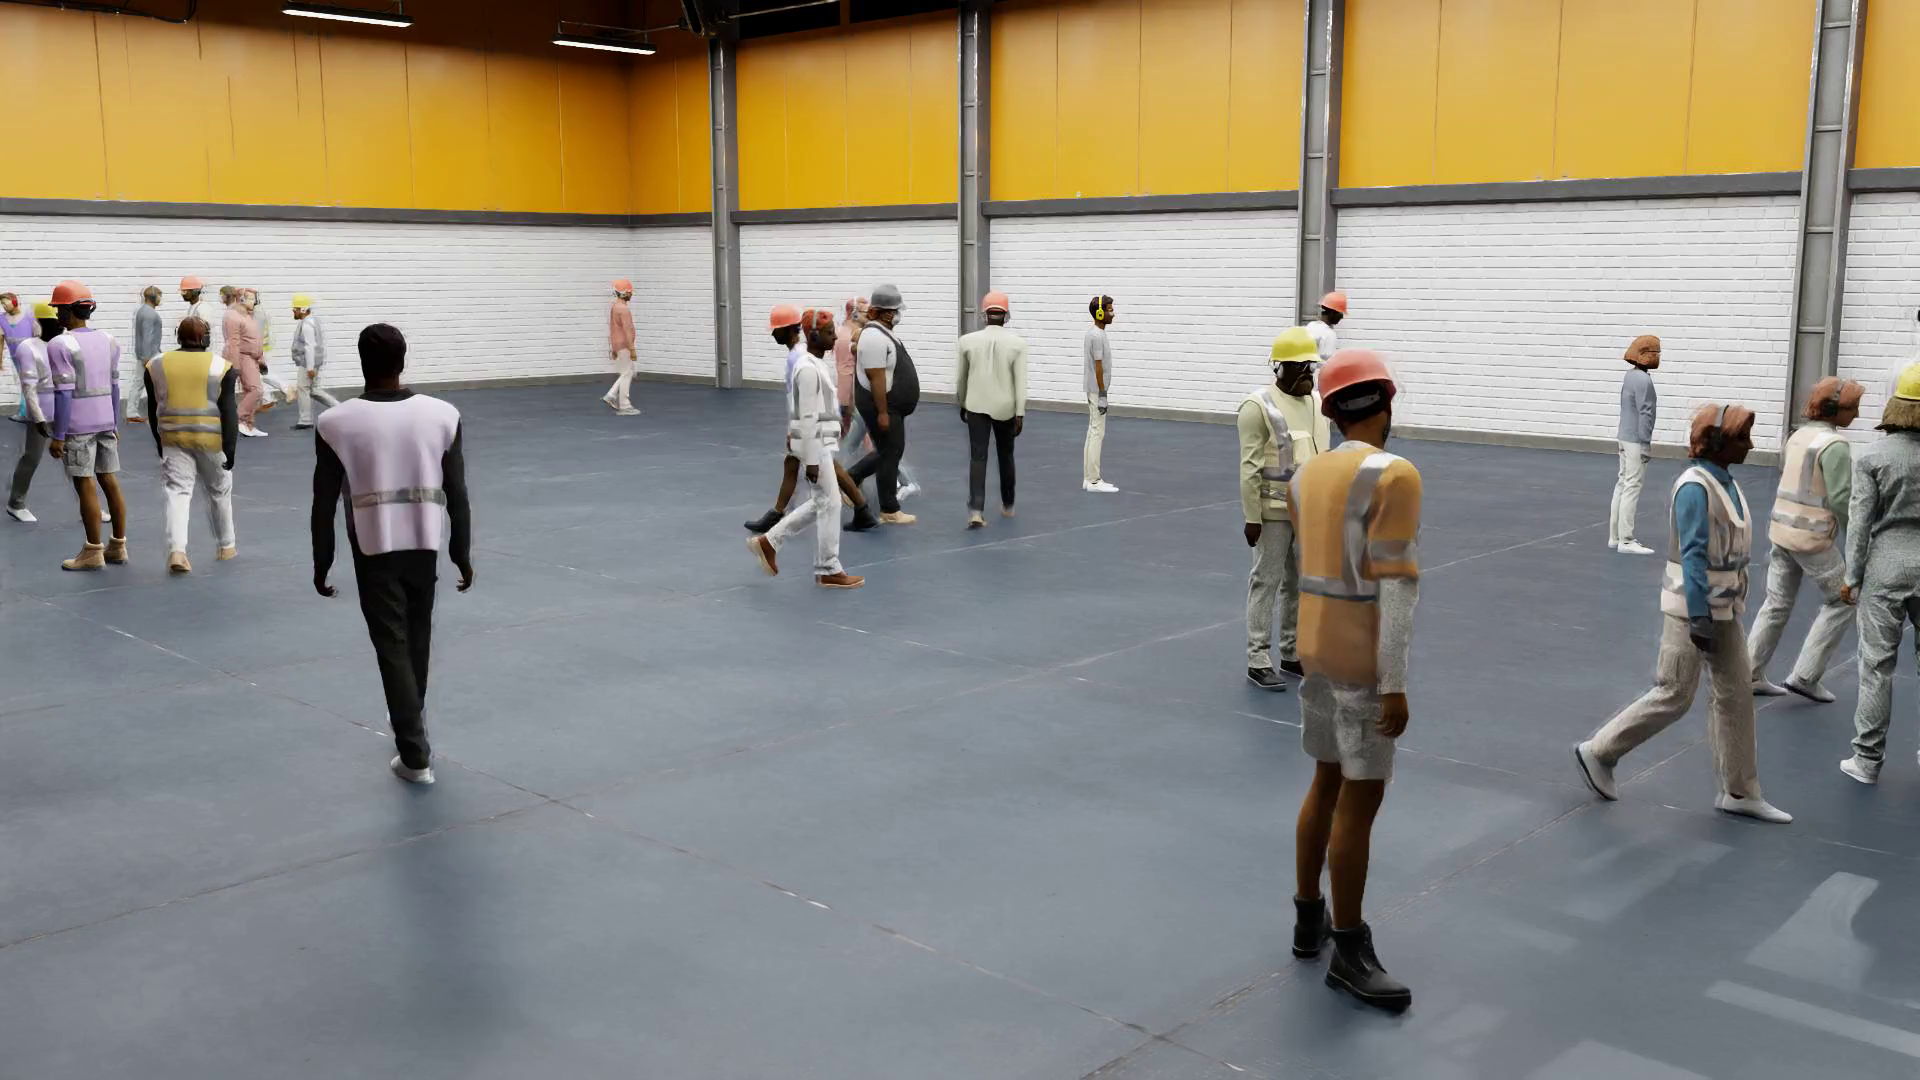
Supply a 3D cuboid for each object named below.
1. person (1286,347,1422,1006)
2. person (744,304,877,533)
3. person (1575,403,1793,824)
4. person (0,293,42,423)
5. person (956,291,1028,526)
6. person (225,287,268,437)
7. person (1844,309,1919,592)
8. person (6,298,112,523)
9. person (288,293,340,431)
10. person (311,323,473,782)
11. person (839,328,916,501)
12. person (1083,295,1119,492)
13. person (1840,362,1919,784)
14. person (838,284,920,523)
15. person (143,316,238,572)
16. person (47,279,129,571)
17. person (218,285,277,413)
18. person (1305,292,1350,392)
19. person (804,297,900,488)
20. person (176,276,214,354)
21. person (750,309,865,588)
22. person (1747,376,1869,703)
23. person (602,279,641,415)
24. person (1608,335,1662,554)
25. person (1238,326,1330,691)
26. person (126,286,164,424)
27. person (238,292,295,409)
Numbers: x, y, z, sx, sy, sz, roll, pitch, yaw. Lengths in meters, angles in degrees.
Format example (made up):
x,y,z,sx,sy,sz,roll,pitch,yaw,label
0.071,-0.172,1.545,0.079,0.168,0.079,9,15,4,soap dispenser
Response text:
x,y,z,sx,sy,sz,roll,pitch,yaw,label
1.221,0.388,4.947,0.380,1.893,0.724,-3,10,-19,person
-1.167,-0.954,13.284,1.070,1.855,0.552,-1,9,-3,person
2.842,0.272,6.435,0.527,1.613,0.725,-9,13,-44,person
-12.916,-2.500,22.899,0.597,1.791,0.949,1,9,4,person
0.261,-1.101,13.879,0.606,1.945,1.023,1,9,4,person
-8.941,-2.222,20.913,0.422,1.885,0.652,-1,9,-8,person
6.002,-0.539,10.442,0.601,1.937,0.937,-8,12,-40,person
-7.600,-1.068,13.862,0.991,1.887,0.583,3,10,20,person
-8.464,-2.332,21.818,0.693,1.809,0.602,-2,10,-14,person
-2.451,0.034,7.067,0.620,1.882,0.883,-7,12,-37,person
-0.813,-1.139,15.166,0.853,1.595,0.494,1,9,7,person
1.339,-1.391,15.863,0.328,1.872,0.514,-1,9,-4,person
3.888,0.145,6.833,0.484,1.745,0.307,3,10,17,person
-0.686,-1.144,13.829,0.714,2.000,0.693,1,9,4,person
-5.436,-0.682,11.796,0.622,1.805,0.932,-2,10,-14,person
-6.182,-0.801,11.721,0.391,2.042,0.609,2,9,13,person
-10.541,-2.775,24.285,1.000,1.899,0.636,-5,10,-27,person
3.605,-1.537,16.681,0.480,1.889,0.637,-2,10,-13,person
-1.046,-1.417,16.092,1.009,1.859,0.648,-1,9,-3,person
-10.291,-2.498,22.194,0.878,2.013,0.648,-6,11,-33,person
-1.014,-0.596,11.006,0.691,1.863,0.587,0,9,-1,person
4.078,0.014,8.019,0.488,1.607,0.524,1,9,5,person
-4.876,-2.798,24.143,0.467,1.976,0.624,-4,10,-22,person
5.071,-0.718,12.459,0.266,1.631,0.507,1,9,7,person
1.671,-0.161,8.436,0.600,1.832,0.404,-7,11,-36,person
-10.991,-2.528,22.802,1.012,1.878,0.649,-7,11,-36,person
-10.565,-2.881,25.187,0.749,1.817,0.646,-6,11,-35,person
